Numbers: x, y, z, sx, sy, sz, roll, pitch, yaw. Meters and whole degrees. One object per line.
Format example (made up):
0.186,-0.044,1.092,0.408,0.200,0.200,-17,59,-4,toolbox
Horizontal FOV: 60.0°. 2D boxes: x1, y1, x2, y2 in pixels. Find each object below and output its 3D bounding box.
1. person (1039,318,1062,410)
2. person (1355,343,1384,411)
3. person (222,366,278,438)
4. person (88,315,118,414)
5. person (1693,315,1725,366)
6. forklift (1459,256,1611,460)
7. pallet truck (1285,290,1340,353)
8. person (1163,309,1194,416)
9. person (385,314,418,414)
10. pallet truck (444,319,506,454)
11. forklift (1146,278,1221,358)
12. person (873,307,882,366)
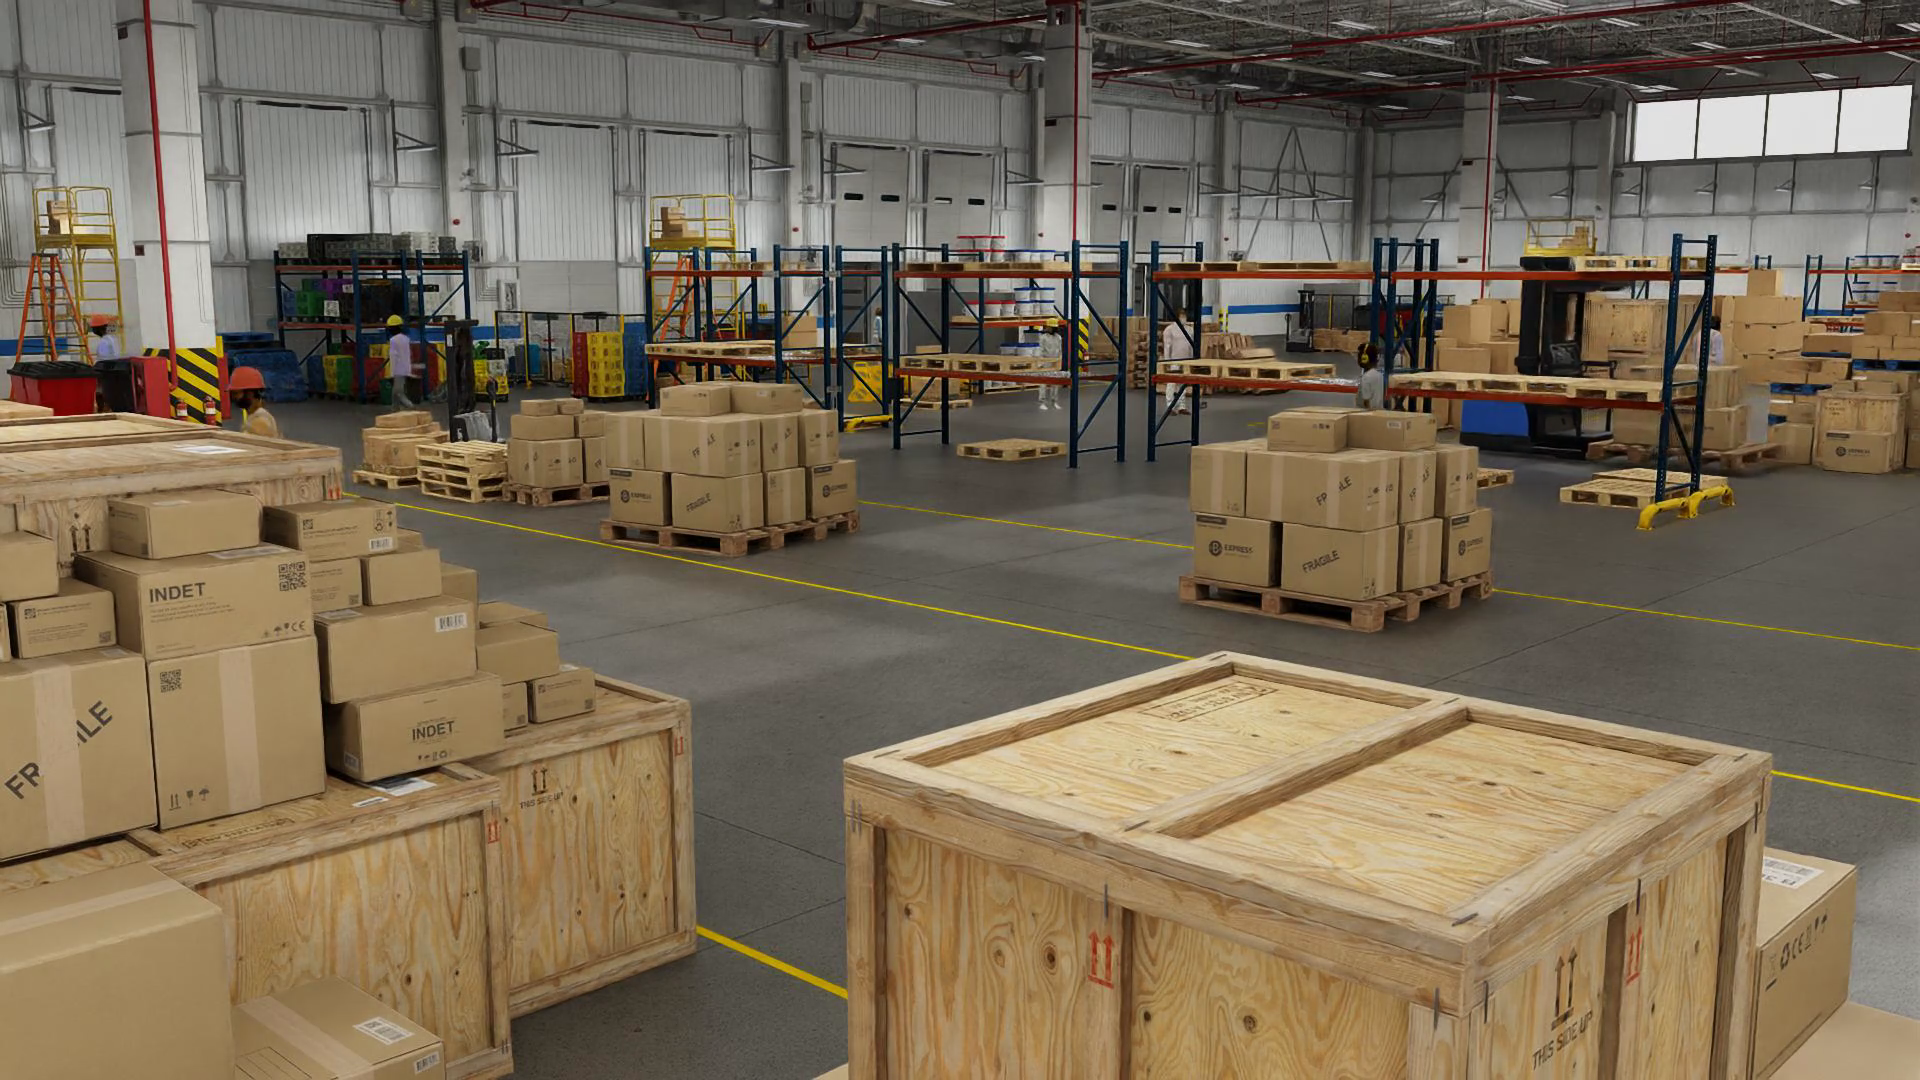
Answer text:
1.732,-3.331,31.476,0.488,1.736,0.321,-5,11,-29,person
4.450,-1.236,18.259,0.418,1.854,0.528,8,12,40,person
-5.394,-0.366,12.728,0.436,1.921,0.552,-3,10,-16,person
-13.868,-2.653,26.766,0.809,1.908,0.578,-3,10,-19,person
13.240,-3.040,29.376,0.430,1.840,0.619,-3,10,-17,person
8.223,-2.619,23.600,1.873,2.768,1.129,9,13,43,forklift
11.297,-6.951,52.861,1.885,1.965,0.823,-5,11,-29,pallet truck
3.978,-3.221,30.177,0.631,1.940,0.372,-5,10,-28,person
-9.389,-2.831,27.903,0.823,1.903,0.599,1,9,5,person
-6.981,-1.942,22.150,1.885,1.965,0.823,1,9,9,pallet truck
6.364,-6.425,46.939,1.873,2.768,1.129,9,13,43,forklift
-2.162,-5.392,44.434,0.315,1.633,0.522,0,9,-3,person
